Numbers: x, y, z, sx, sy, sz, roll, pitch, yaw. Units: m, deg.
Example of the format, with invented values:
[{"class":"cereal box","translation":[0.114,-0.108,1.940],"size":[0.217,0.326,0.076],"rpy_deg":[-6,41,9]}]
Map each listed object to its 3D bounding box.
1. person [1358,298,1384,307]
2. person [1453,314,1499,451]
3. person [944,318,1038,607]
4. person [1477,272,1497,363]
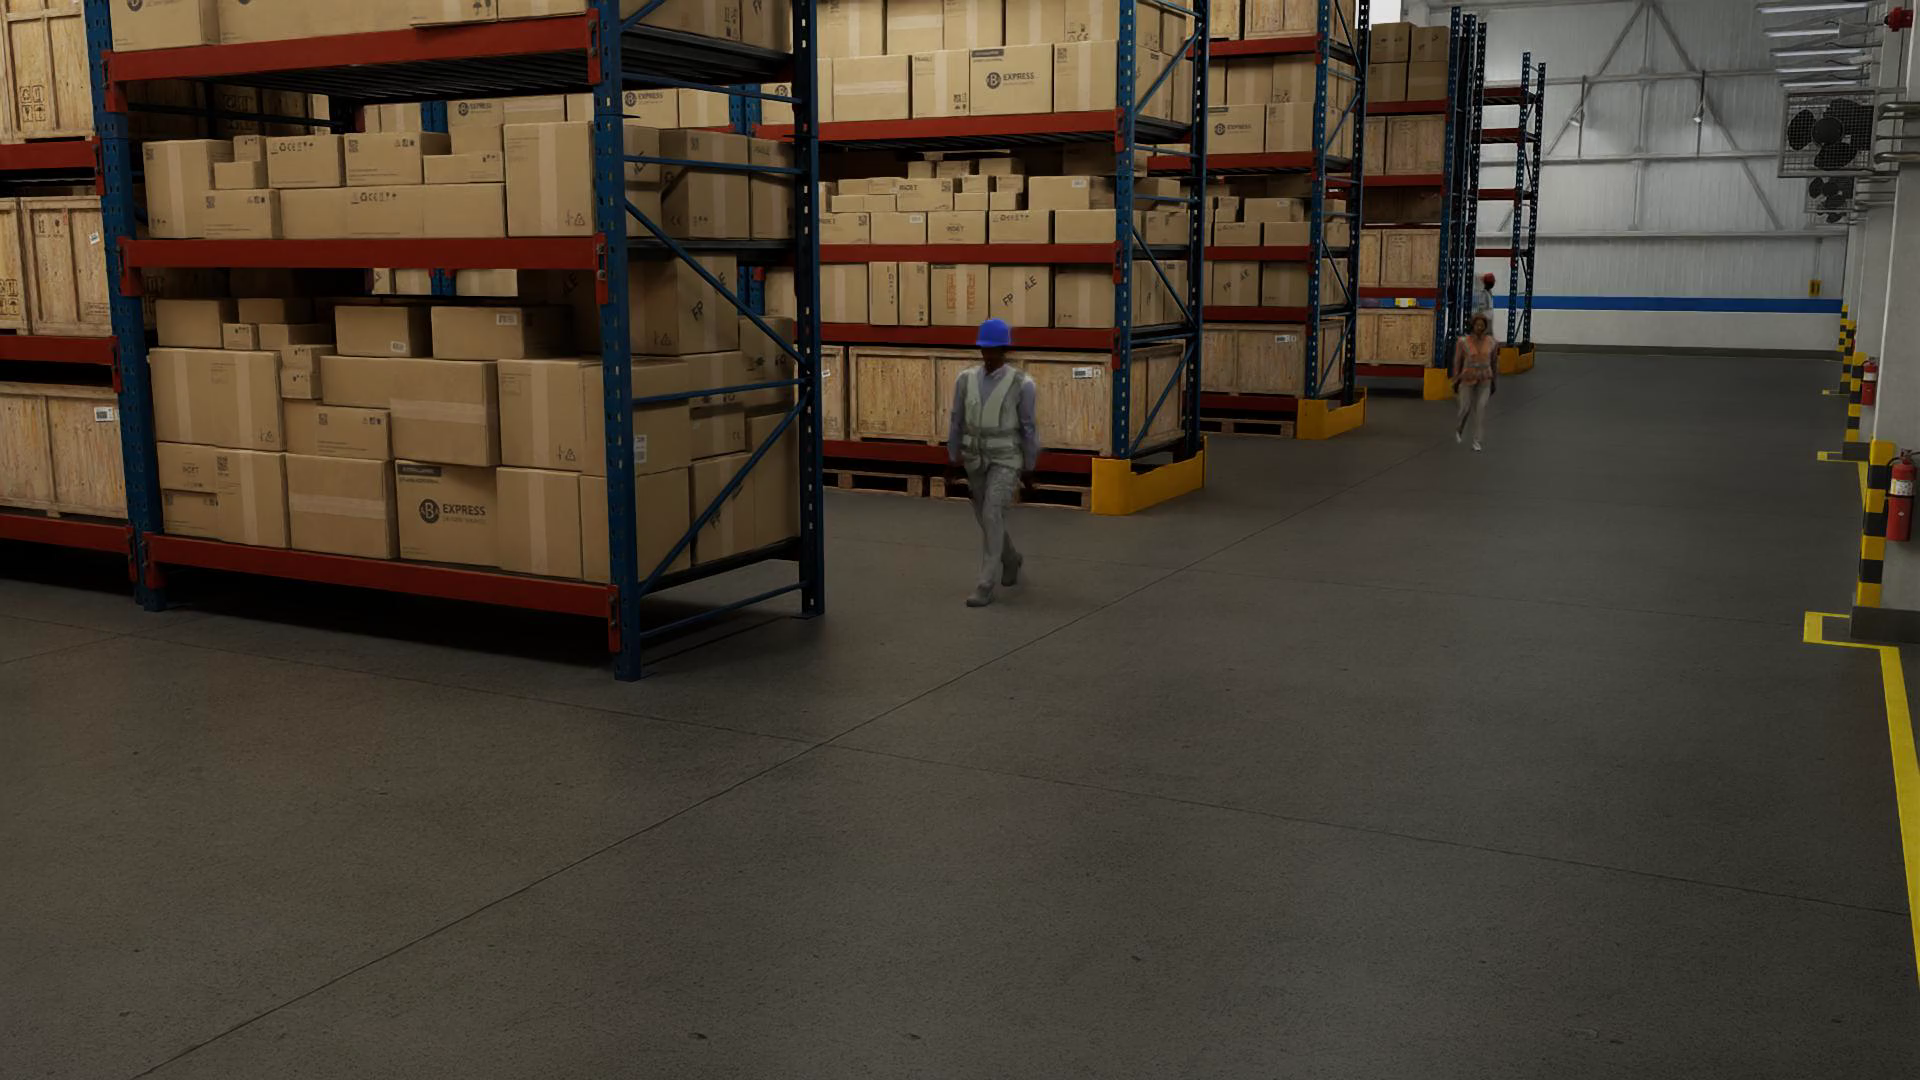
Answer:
[{"class":"person","translation":[7.911,-4.171,32.184],"size":[0.651,1.908,0.696],"rpy_deg":[-2,10,-11]},{"class":"person","translation":[6.097,-1.865,19.687],"size":[0.517,1.625,0.397],"rpy_deg":[1,10,4]},{"class":"person","translation":[0.251,-0.555,11.281],"size":[0.606,1.913,0.930],"rpy_deg":[6,12,32]},{"class":"person","translation":[11.069,-4.693,35.194],"size":[0.587,1.923,0.574],"rpy_deg":[7,12,34]}]
